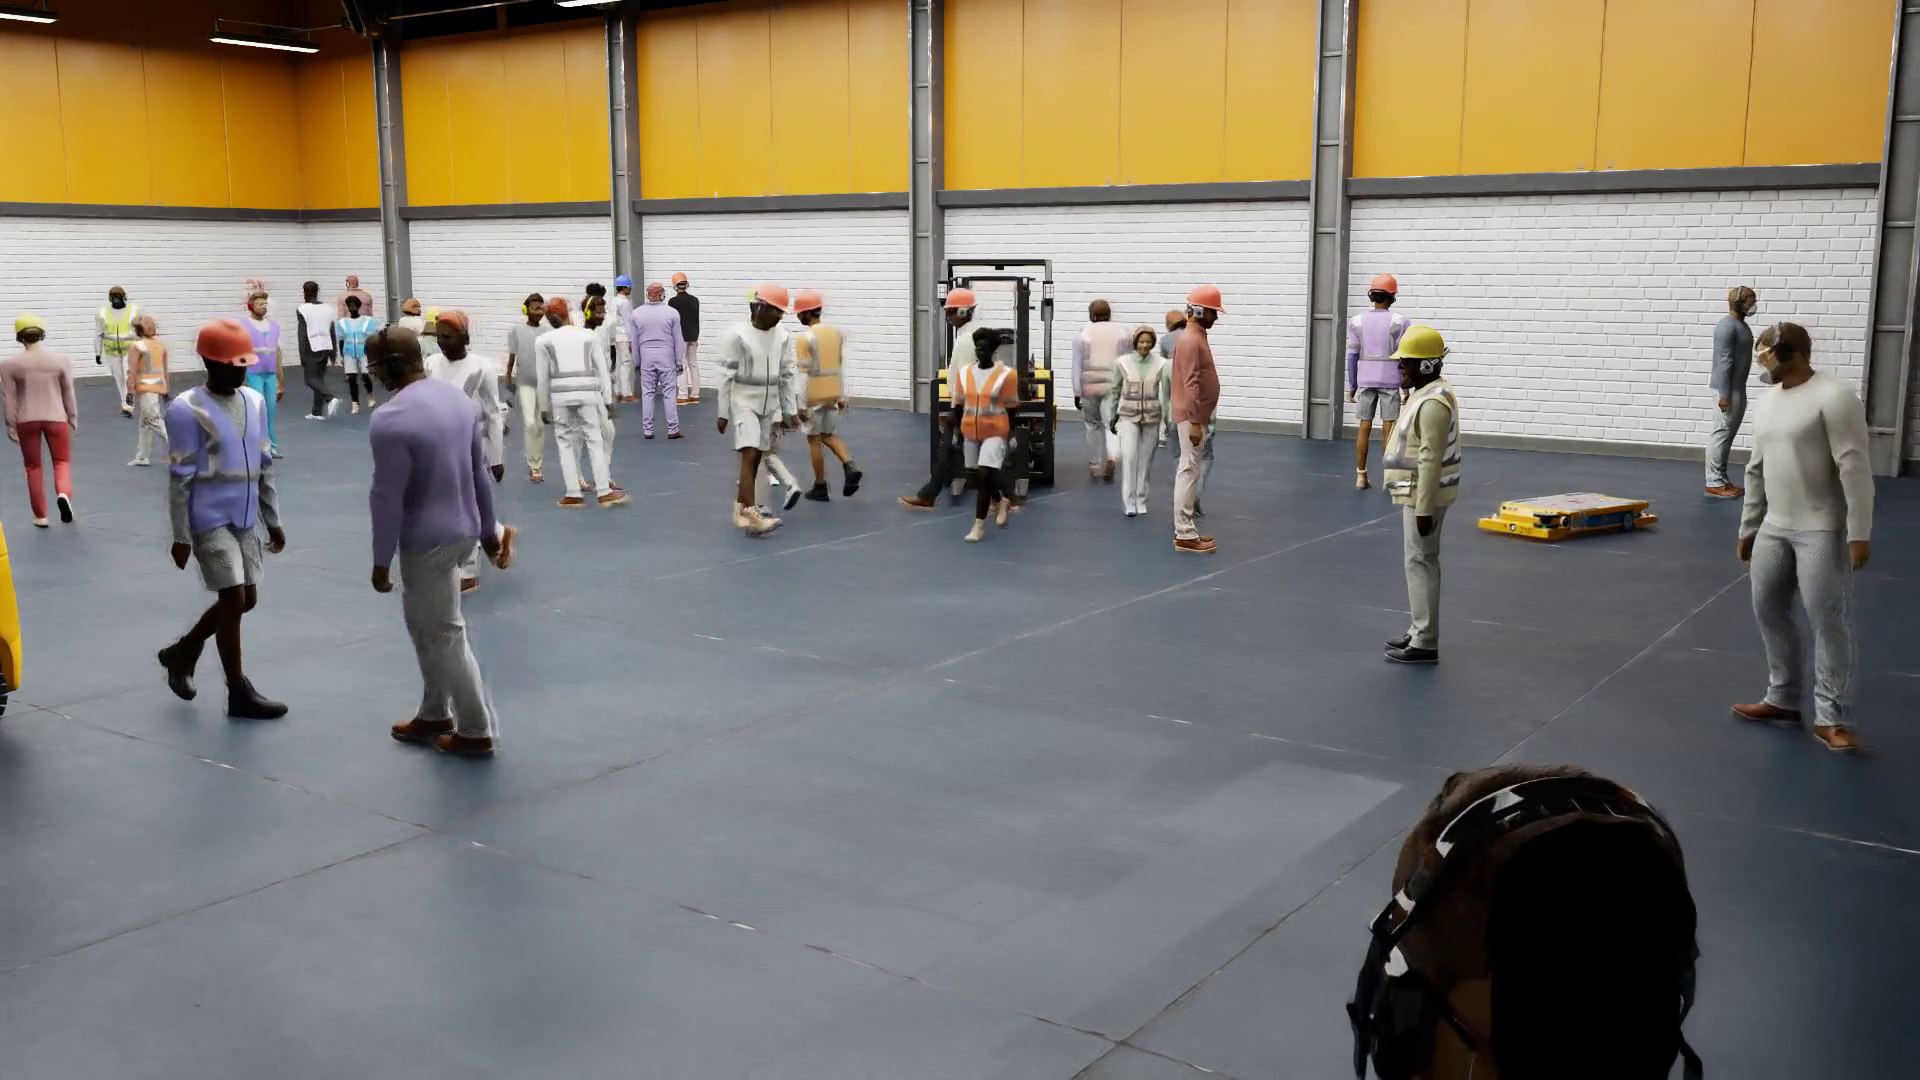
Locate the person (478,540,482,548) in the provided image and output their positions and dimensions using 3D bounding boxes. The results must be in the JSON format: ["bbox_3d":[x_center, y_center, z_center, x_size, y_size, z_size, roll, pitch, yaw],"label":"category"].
[{"bbox_3d":[-3.787,-0.809,12.522,0.523,1.760,0.325,0,10,-1],"label":"person"}]

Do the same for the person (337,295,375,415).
[{"bbox_3d":[-8.493,-2.611,23.466,0.547,1.680,0.431,-1,10,-6],"label":"person"}]

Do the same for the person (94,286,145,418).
[{"bbox_3d":[-11.522,-2.559,22.806,0.659,1.799,0.918,-2,10,-13],"label":"person"}]

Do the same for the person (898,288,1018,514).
[{"bbox_3d":[0.028,-1.170,14.188,1.038,1.936,0.633,-1,10,-4],"label":"person"}]

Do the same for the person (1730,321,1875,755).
[{"bbox_3d":[3.814,-0.019,7.457,0.365,1.898,0.784,-2,10,-14],"label":"person"}]

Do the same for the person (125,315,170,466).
[{"bbox_3d":[-8.417,-1.544,17.372,0.806,1.610,0.523,2,10,9],"label":"person"}]

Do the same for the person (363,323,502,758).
[{"bbox_3d":[-2.352,0.021,7.188,0.733,1.895,0.689,2,10,14],"label":"person"}]

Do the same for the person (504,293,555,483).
[{"bbox_3d":[-4.106,-1.466,16.176,0.559,1.841,0.707,-6,11,-32],"label":"person"}]

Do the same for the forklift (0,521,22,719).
[{"bbox_3d":[-5.296,-0.090,6.943,1.214,2.155,2.313,7,12,35],"label":"forklift"}]

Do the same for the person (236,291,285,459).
[{"bbox_3d":[-7.628,-1.792,18.135,0.436,1.835,0.589,5,11,28],"label":"person"}]

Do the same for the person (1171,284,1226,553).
[{"bbox_3d":[1.767,-0.906,12.415,0.391,1.988,0.611,1,10,8],"label":"person"}]

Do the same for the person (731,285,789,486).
[{"bbox_3d":[-1.932,-1.481,16.011,0.588,1.930,0.364,0,10,2],"label":"person"}]

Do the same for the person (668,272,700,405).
[{"bbox_3d":[-4.163,-3.022,25.007,0.392,1.991,0.613,7,12,35],"label":"person"}]

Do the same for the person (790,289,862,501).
[{"bbox_3d":[-1.199,-1.269,14.804,0.587,1.914,0.587,8,13,41],"label":"person"}]

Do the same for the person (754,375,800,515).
[{"bbox_3d":[-1.649,-1.002,14.096,0.472,1.620,0.521,7,12,36],"label":"person"}]

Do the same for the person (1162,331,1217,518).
[{"bbox_3d":[1.925,-0.980,13.943,0.532,1.621,0.394,6,11,32],"label":"person"}]

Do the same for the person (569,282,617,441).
[{"bbox_3d":[-4.265,-2.014,19.214,0.619,1.930,0.852,-4,10,-21],"label":"person"}]

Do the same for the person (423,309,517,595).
[{"bbox_3d":[-3.202,-0.593,10.936,0.562,1.861,0.713,5,11,27],"label":"person"}]

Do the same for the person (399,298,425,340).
[{"bbox_3d":[-7.740,-2.604,23.583,0.507,1.631,0.274,6,11,33],"label":"person"}]

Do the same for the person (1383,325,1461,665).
[{"bbox_3d":[2.476,-0.240,8.954,0.403,1.824,0.599,3,10,15],"label":"person"}]

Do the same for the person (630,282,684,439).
[{"bbox_3d":[-3.659,-2.172,20.197,0.640,1.909,0.409,1,10,4],"label":"person"}]

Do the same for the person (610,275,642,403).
[{"bbox_3d":[-5.112,-3.053,25.317,0.389,1.946,0.614,-6,11,-33],"label":"person"}]

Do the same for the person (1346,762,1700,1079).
[{"bbox_3d":[0.352,1.047,1.230,0.505,1.839,0.344,-3,10,-18],"label":"person"}]

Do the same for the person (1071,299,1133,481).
[{"bbox_3d":[1.407,-1.473,16.382,0.624,1.798,0.897,0,10,2],"label":"person"}]

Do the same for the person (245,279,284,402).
[{"bbox_3d":[-10.421,-2.921,24.710,0.421,1.894,0.655,-8,13,-41],"label":"person"}]

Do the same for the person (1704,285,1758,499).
[{"bbox_3d":[7.056,-1.352,15.219,0.355,1.936,0.637,7,12,36],"label":"person"}]

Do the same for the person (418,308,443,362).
[{"bbox_3d":[-5.202,-1.450,16.534,0.497,1.692,0.922,-4,10,-22],"label":"person"}]

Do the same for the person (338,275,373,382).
[{"bbox_3d":[-10.800,-3.768,29.698,0.411,1.911,0.643,9,13,43],"label":"person"}]

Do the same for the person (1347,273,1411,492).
[{"bbox_3d":[3.947,-1.476,15.644,0.605,2.045,0.377,6,11,32],"label":"person"}]

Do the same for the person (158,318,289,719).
[{"bbox_3d":[-3.569,-0.102,7.891,0.728,1.903,0.552,3,10,16],"label":"person"}]

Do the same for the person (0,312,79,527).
[{"bbox_3d":[-7.401,-0.953,13.395,0.541,1.748,0.502,-6,11,-32],"label":"person"}]

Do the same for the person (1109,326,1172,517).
[{"bbox_3d":[1.536,-0.981,13.970,0.536,1.603,0.787,0,10,0],"label":"person"}]

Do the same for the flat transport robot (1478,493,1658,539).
[{"bbox_3d":[4.895,-0.207,13.355,1.431,0.197,0.652,-7,12,-34],"label":"flat transport robot"}]

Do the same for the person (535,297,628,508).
[{"bbox_3d":[-3.330,-1.199,14.588,0.734,1.846,0.417,-3,10,-18],"label":"person"}]

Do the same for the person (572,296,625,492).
[{"bbox_3d":[-3.401,-1.341,15.465,0.717,1.833,0.587,5,11,28],"label":"person"}]

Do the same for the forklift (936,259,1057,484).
[{"bbox_3d":[0.370,-1.738,16.759,1.214,2.155,2.313,1,10,3],"label":"forklift"}]

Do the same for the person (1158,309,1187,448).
[{"bbox_3d":[2.520,-1.833,19.087,0.591,1.612,0.317,9,13,44],"label":"person"}]

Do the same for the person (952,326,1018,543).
[{"bbox_3d":[0.227,-0.844,13.016,0.543,1.667,0.792,5,11,27],"label":"person"}]

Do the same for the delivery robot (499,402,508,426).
[{"bbox_3d":[-5.916,-1.573,20.370,0.707,0.478,0.477,1,10,5],"label":"delivery robot"}]

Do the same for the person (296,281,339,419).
[{"bbox_3d":[-8.669,-2.555,22.528,0.677,1.895,0.603,5,11,28],"label":"person"}]

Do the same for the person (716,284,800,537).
[{"bbox_3d":[-1.561,-1.025,13.165,0.637,1.974,0.906,-9,13,-42],"label":"person"}]
